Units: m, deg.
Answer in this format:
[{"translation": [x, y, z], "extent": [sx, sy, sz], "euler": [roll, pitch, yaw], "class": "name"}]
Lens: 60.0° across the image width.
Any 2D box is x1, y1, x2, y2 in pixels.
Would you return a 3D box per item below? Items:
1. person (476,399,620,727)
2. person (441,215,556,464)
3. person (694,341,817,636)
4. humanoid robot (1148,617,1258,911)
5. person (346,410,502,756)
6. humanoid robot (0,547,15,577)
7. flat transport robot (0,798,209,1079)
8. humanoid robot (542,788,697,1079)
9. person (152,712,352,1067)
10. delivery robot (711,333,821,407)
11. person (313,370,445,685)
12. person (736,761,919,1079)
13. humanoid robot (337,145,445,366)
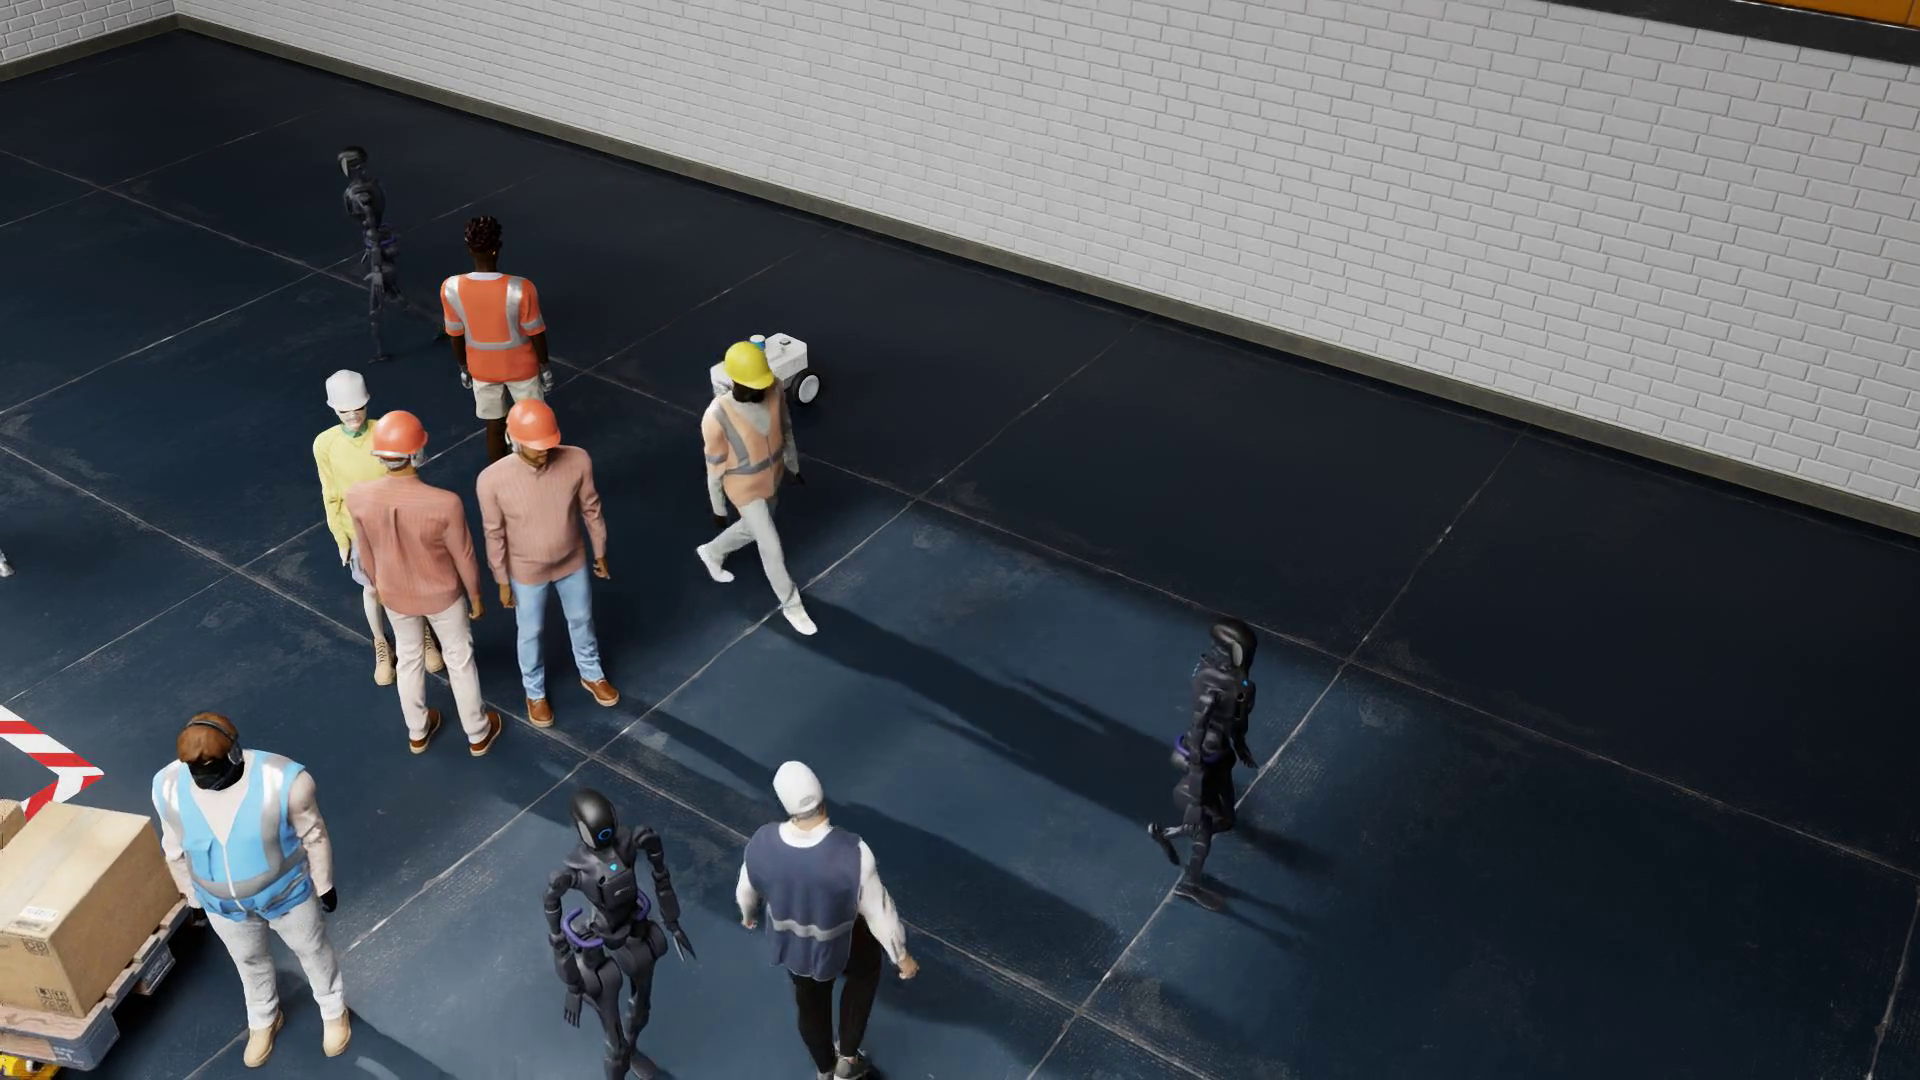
[{"translation": [-2.111, 0.125, 8.602], "extent": [0.623, 1.981, 0.434], "euler": [-18, 39, -24], "class": "person"}, {"translation": [-2.829, -1.085, 10.336], "extent": [0.607, 1.965, 0.365], "euler": [0, 35, 0], "class": "person"}, {"translation": [-1.220, -0.359, 9.375], "extent": [0.871, 1.880, 0.638], "euler": [24, 41, 30], "class": "person"}, {"translation": [1.079, 1.003, 7.603], "extent": [0.478, 1.636, 0.591], "euler": [18, 39, 24], "class": "humanoid robot"}, {"translation": [-2.702, 0.236, 8.439], "extent": [0.613, 1.983, 0.420], "euler": [4, 35, 5], "class": "person"}, {"translation": [-6.208, -0.658, 9.944], "extent": [0.970, 1.770, 0.537], "euler": [27, 43, 33], "class": "humanoid robot"}, {"translation": [-4.093, 1.955, 7.469], "extent": [0.659, 0.231, 1.431], "euler": [7, 36, 10], "class": "flat transport robot"}, {"translation": [-1.353, 1.655, 6.674], "extent": [0.586, 1.654, 0.474], "euler": [-28, 44, -34], "class": "humanoid robot"}, {"translation": [-2.882, 1.438, 6.837], "extent": [0.623, 1.844, 0.431], "euler": [-4, 35, -5], "class": "person"}, {"translation": [-1.382, -1.154, 11.680], "extent": [0.499, 0.614, 0.803], "euler": [25, 42, 32], "class": "delivery robot"}, {"translation": [-3.144, -0.077, 8.959], "extent": [0.472, 1.895, 0.385], "euler": [-15, 38, -20], "class": "person"}, {"translation": [-0.534, 1.598, 6.706], "extent": [0.781, 1.723, 0.484], "euler": [9, 36, 13], "class": "person"}, {"translation": [-4.142, -2.073, 12.021], "extent": [0.701, 1.638, 0.608], "euler": [-14, 37, -19], "class": "humanoid robot"}]
